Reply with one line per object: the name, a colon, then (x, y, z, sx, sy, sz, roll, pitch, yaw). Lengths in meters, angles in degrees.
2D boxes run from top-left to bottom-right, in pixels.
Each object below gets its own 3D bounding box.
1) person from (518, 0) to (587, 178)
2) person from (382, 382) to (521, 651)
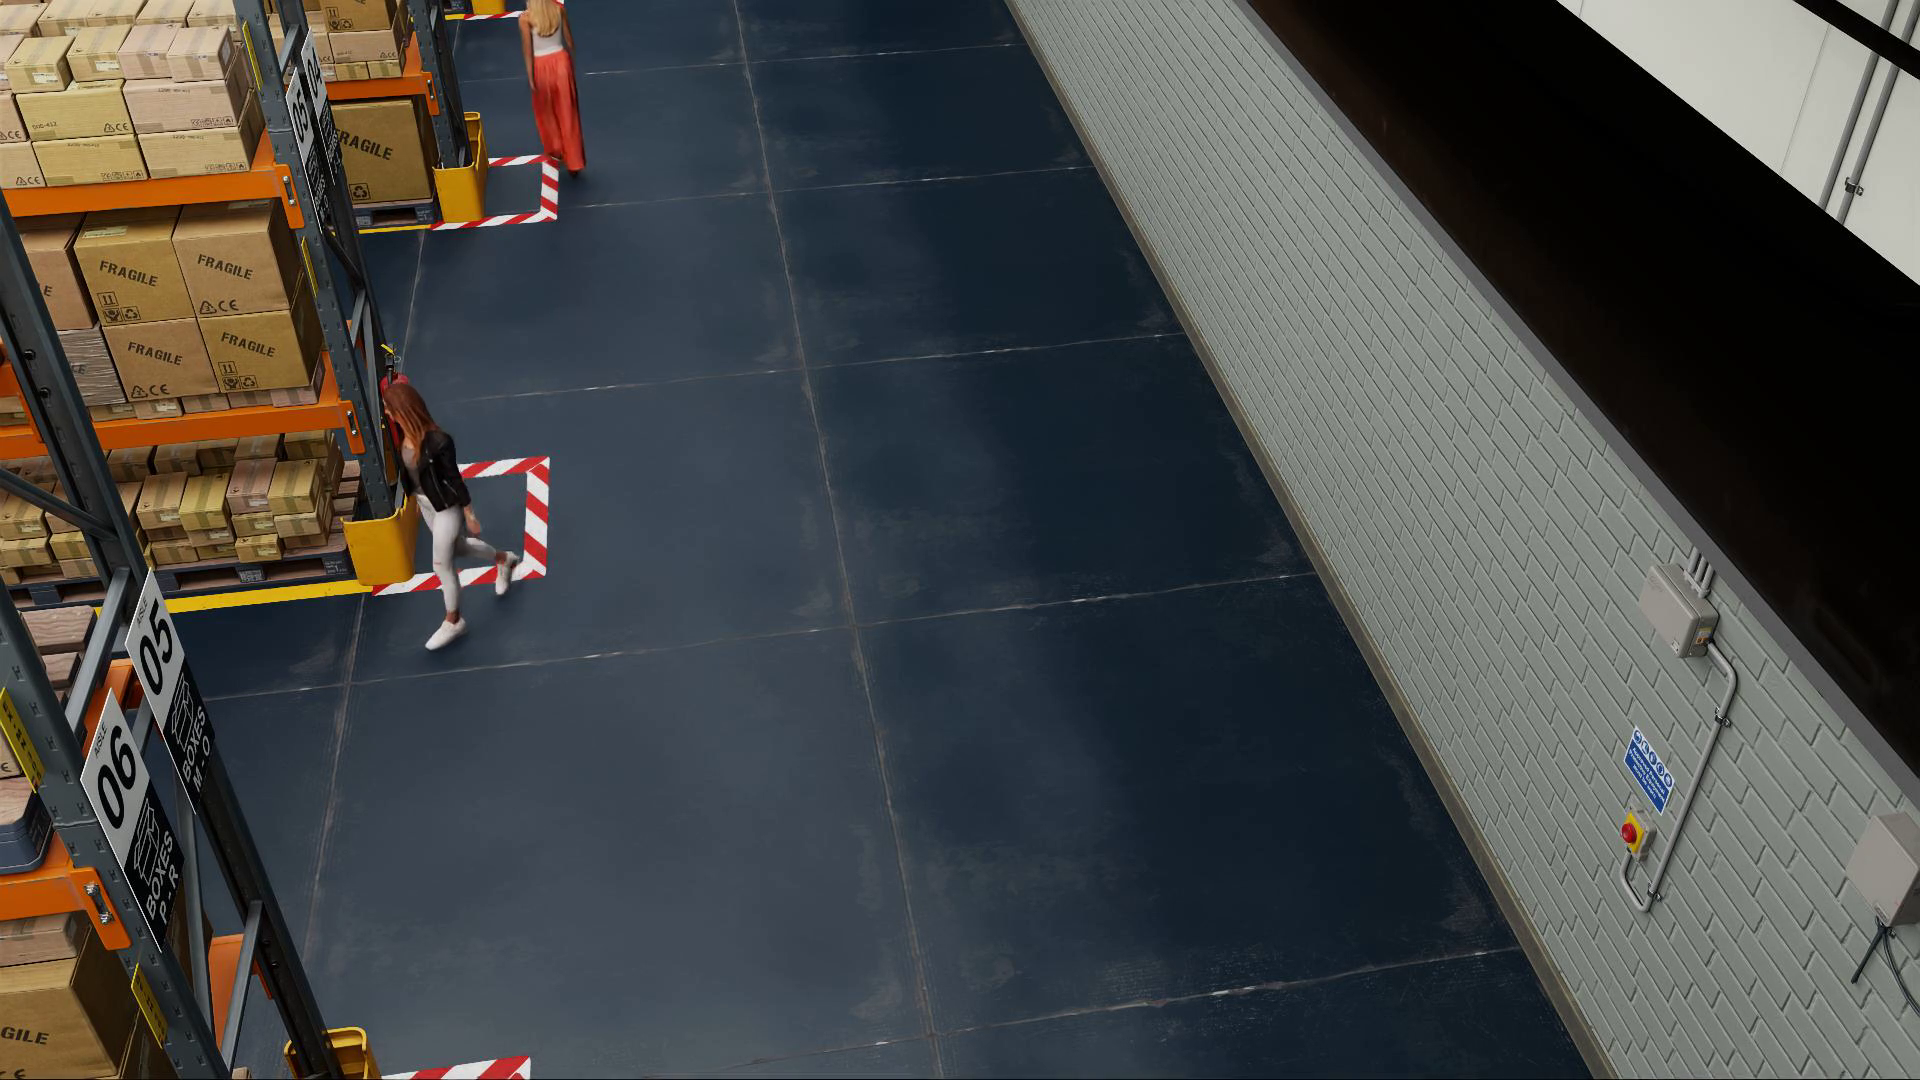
person: (-3.552, -4.032, 14.582, 0.949, 1.783, 0.899, -17, 41, -20)
person: (-2.990, -0.230, 9.816, 1.061, 1.666, 1.148, 25, 44, 28)
